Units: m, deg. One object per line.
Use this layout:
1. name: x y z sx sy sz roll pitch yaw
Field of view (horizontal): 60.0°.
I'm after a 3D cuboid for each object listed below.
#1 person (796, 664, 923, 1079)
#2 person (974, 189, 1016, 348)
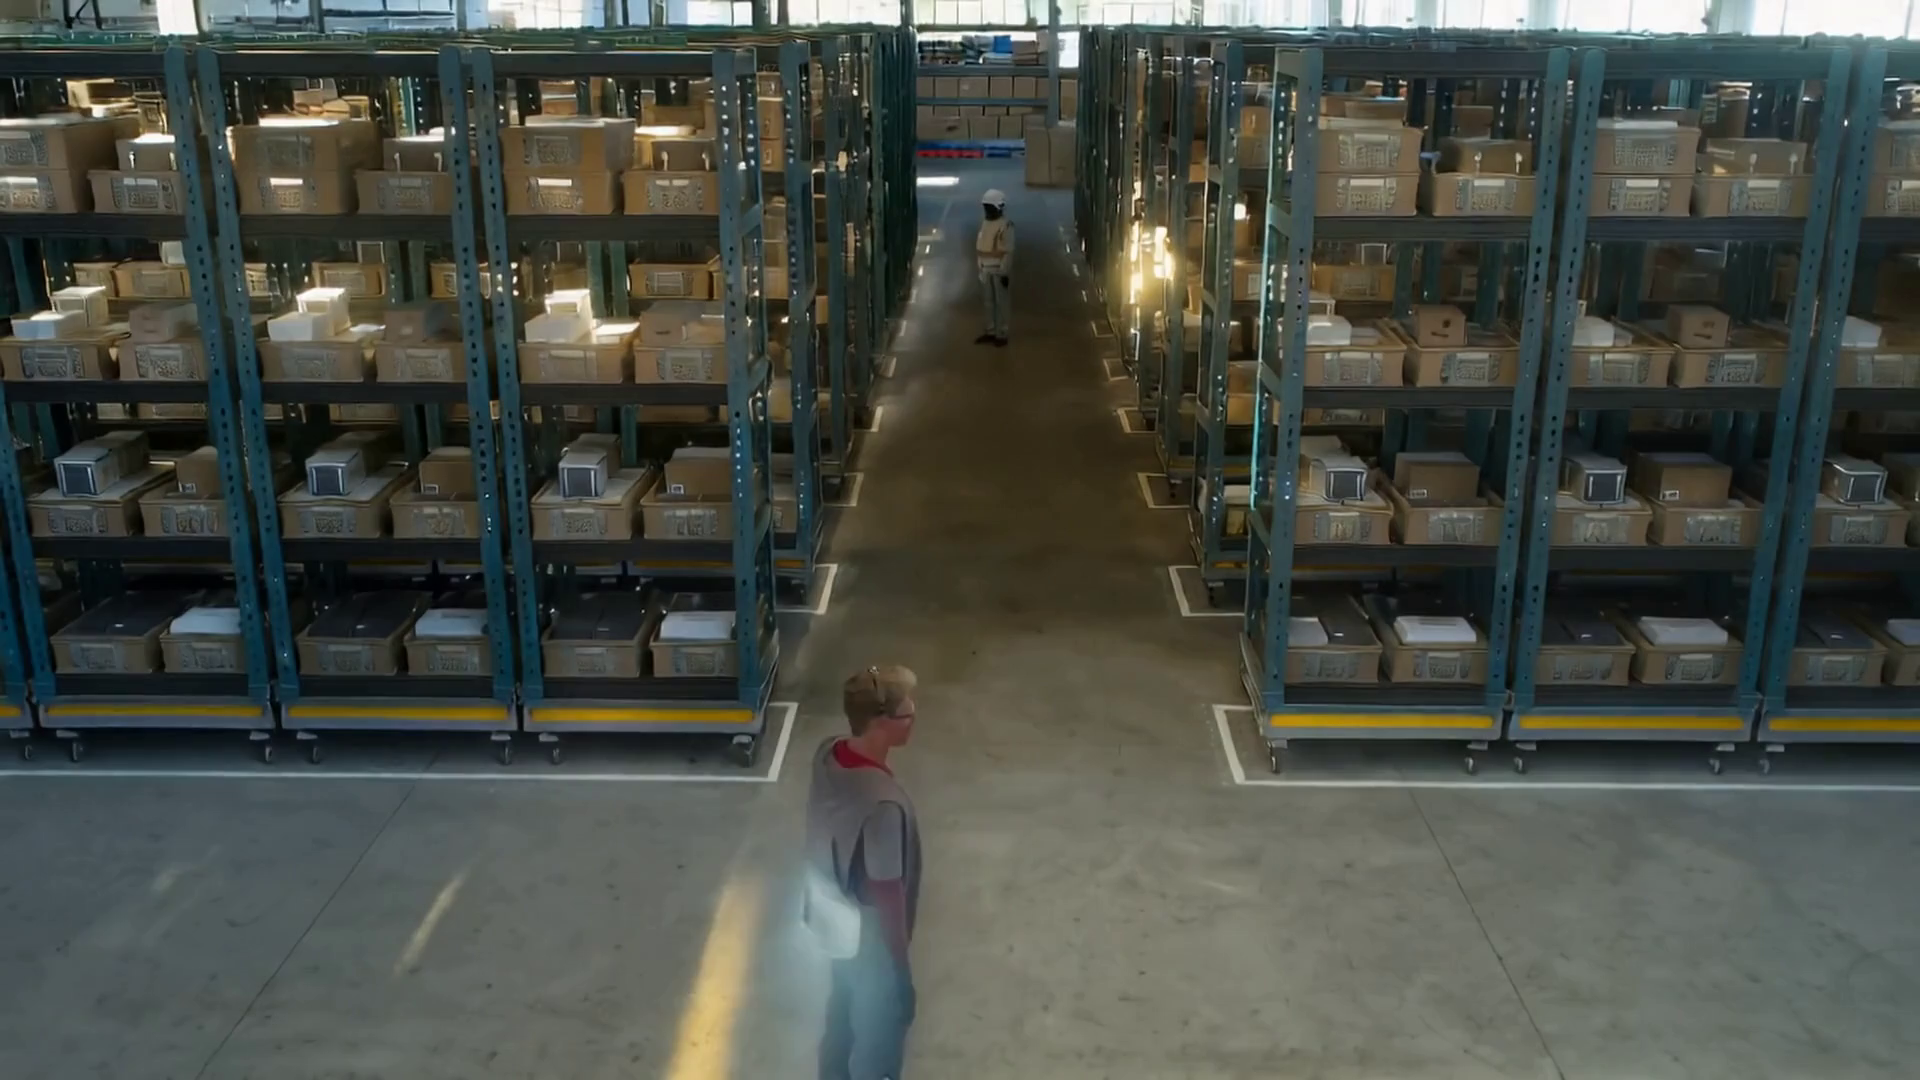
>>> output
1. person: -0.298 1.276 5.295 0.404 1.836 0.601 -8 19 -23
2. person: 0.398 -3.177 19.485 0.404 1.831 0.600 -11 21 -32
